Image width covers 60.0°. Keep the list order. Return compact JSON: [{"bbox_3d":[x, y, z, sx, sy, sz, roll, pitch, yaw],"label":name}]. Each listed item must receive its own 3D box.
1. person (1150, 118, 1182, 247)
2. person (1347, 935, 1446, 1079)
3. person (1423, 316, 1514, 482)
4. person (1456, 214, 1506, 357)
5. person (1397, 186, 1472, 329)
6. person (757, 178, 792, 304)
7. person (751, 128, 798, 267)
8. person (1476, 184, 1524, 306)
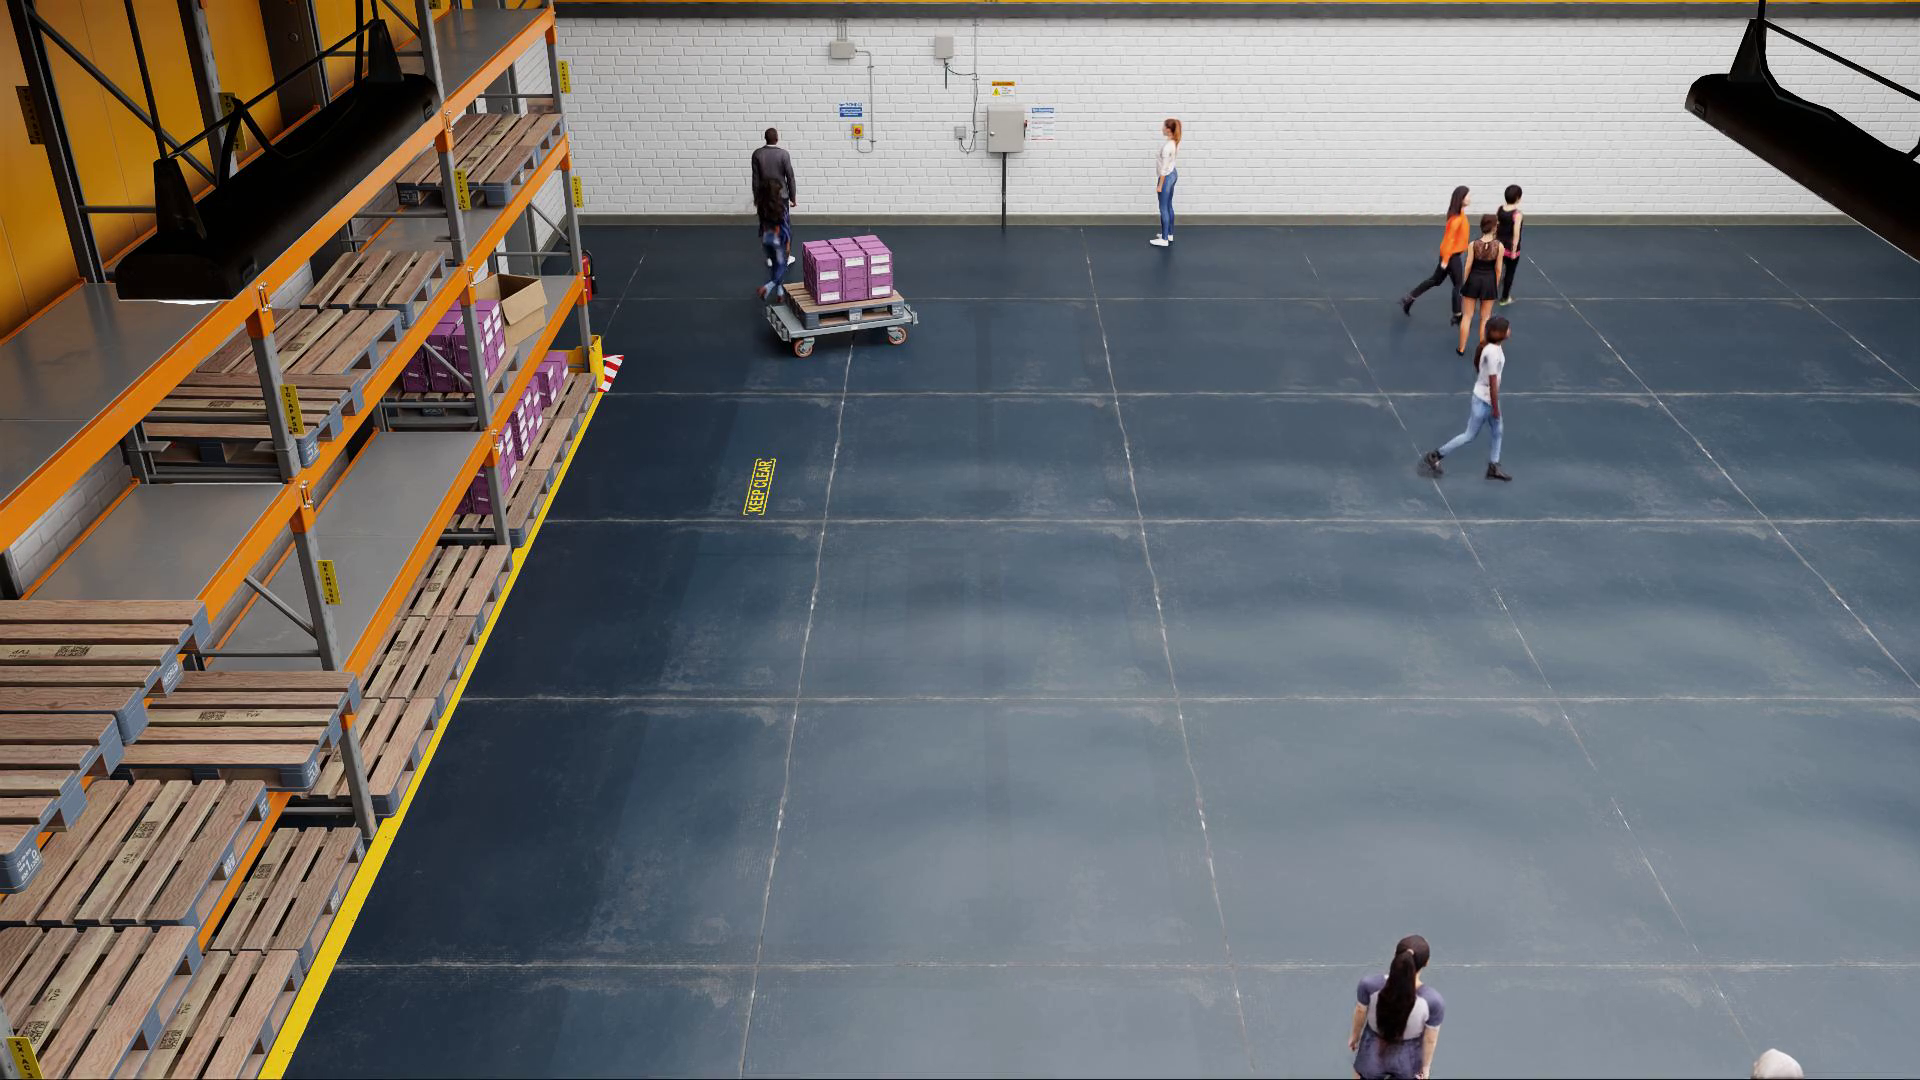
[{"bbox_3d":[2.816,-4.866,22.562,0.746,1.721,0.618,13,31,22],"label":"person"},{"bbox_3d":[2.229,2.759,8.686,0.803,1.623,1.031,10,30,18],"label":"person"},{"bbox_3d":[5.006,-1.342,16.135,0.912,1.689,1.112,10,30,17],"label":"person"},{"bbox_3d":[5.954,-2.915,19.031,0.639,1.677,0.638,8,30,14],"label":"person"},{"bbox_3d":[5.747,-3.366,19.816,0.920,1.717,1.143,8,30,15],"label":"person"},{"bbox_3d":[-2.299,-3.621,20.397,0.875,1.607,1.005,15,32,25],"label":"person"},{"bbox_3d":[-2.440,-4.489,21.769,0.747,1.817,0.602,3,29,5],"label":"person"},{"bbox_3d":[6.649,-3.594,20.424,0.873,1.534,0.920,-15,32,-26],"label":"person"}]
